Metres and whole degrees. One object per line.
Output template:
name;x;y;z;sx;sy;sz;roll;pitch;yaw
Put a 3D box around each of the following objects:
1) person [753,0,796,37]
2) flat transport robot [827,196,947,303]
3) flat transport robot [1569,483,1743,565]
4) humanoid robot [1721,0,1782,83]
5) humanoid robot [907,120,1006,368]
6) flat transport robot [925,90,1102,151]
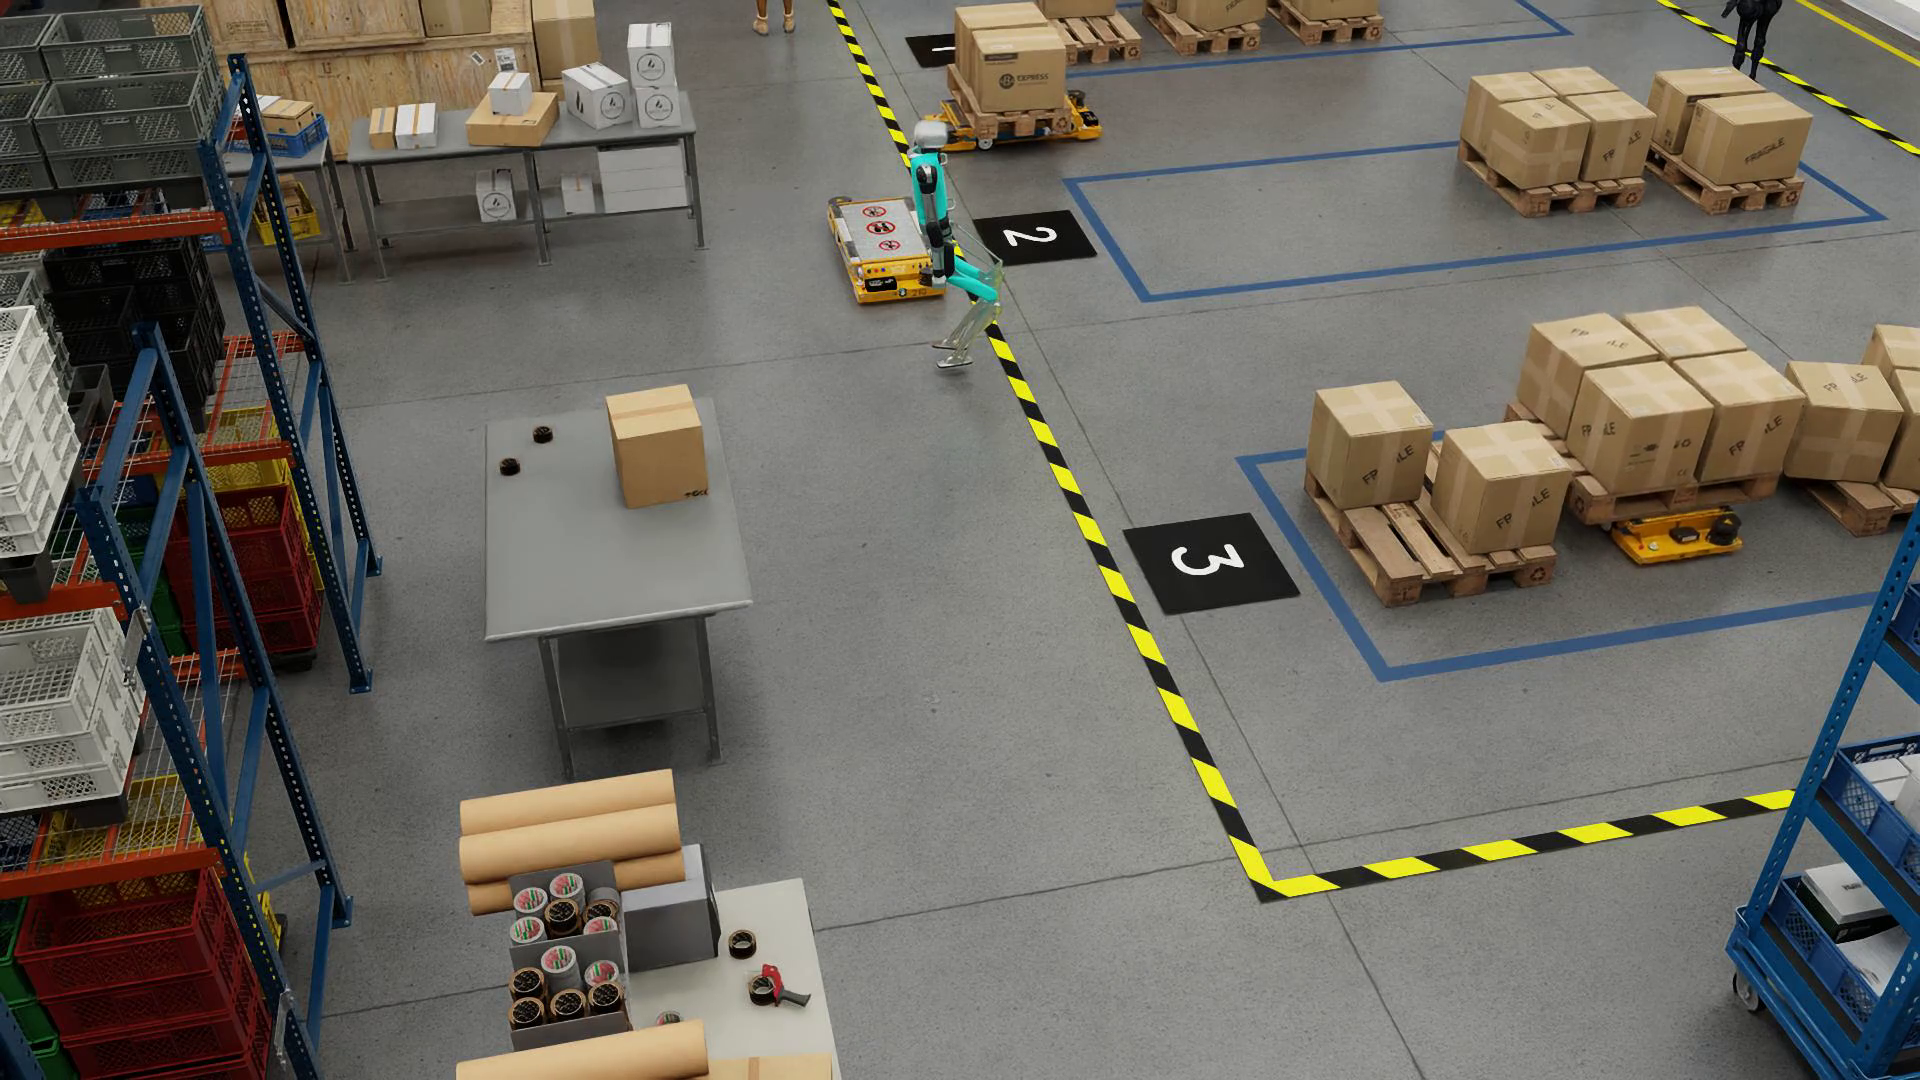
person;-1.856;-5.891;15.987;0.613;2.040;0.374;-11;38;-14
flat transport robot;-0.570;-2.220;12.538;0.659;0.231;1.431;-8;37;-10
flat transport robot;4.029;-0.380;10.042;0.652;0.197;1.431;-8;37;-10
humanoid robot;7.166;-4.883;14.922;0.599;1.659;0.315;-15;39;-19
humanoid robot;0.035;-1.906;10.773;0.735;1.677;0.533;-2;37;-2
flat transport robot;0.460;-3.653;14.440;1.431;0.197;0.652;-8;37;-10
